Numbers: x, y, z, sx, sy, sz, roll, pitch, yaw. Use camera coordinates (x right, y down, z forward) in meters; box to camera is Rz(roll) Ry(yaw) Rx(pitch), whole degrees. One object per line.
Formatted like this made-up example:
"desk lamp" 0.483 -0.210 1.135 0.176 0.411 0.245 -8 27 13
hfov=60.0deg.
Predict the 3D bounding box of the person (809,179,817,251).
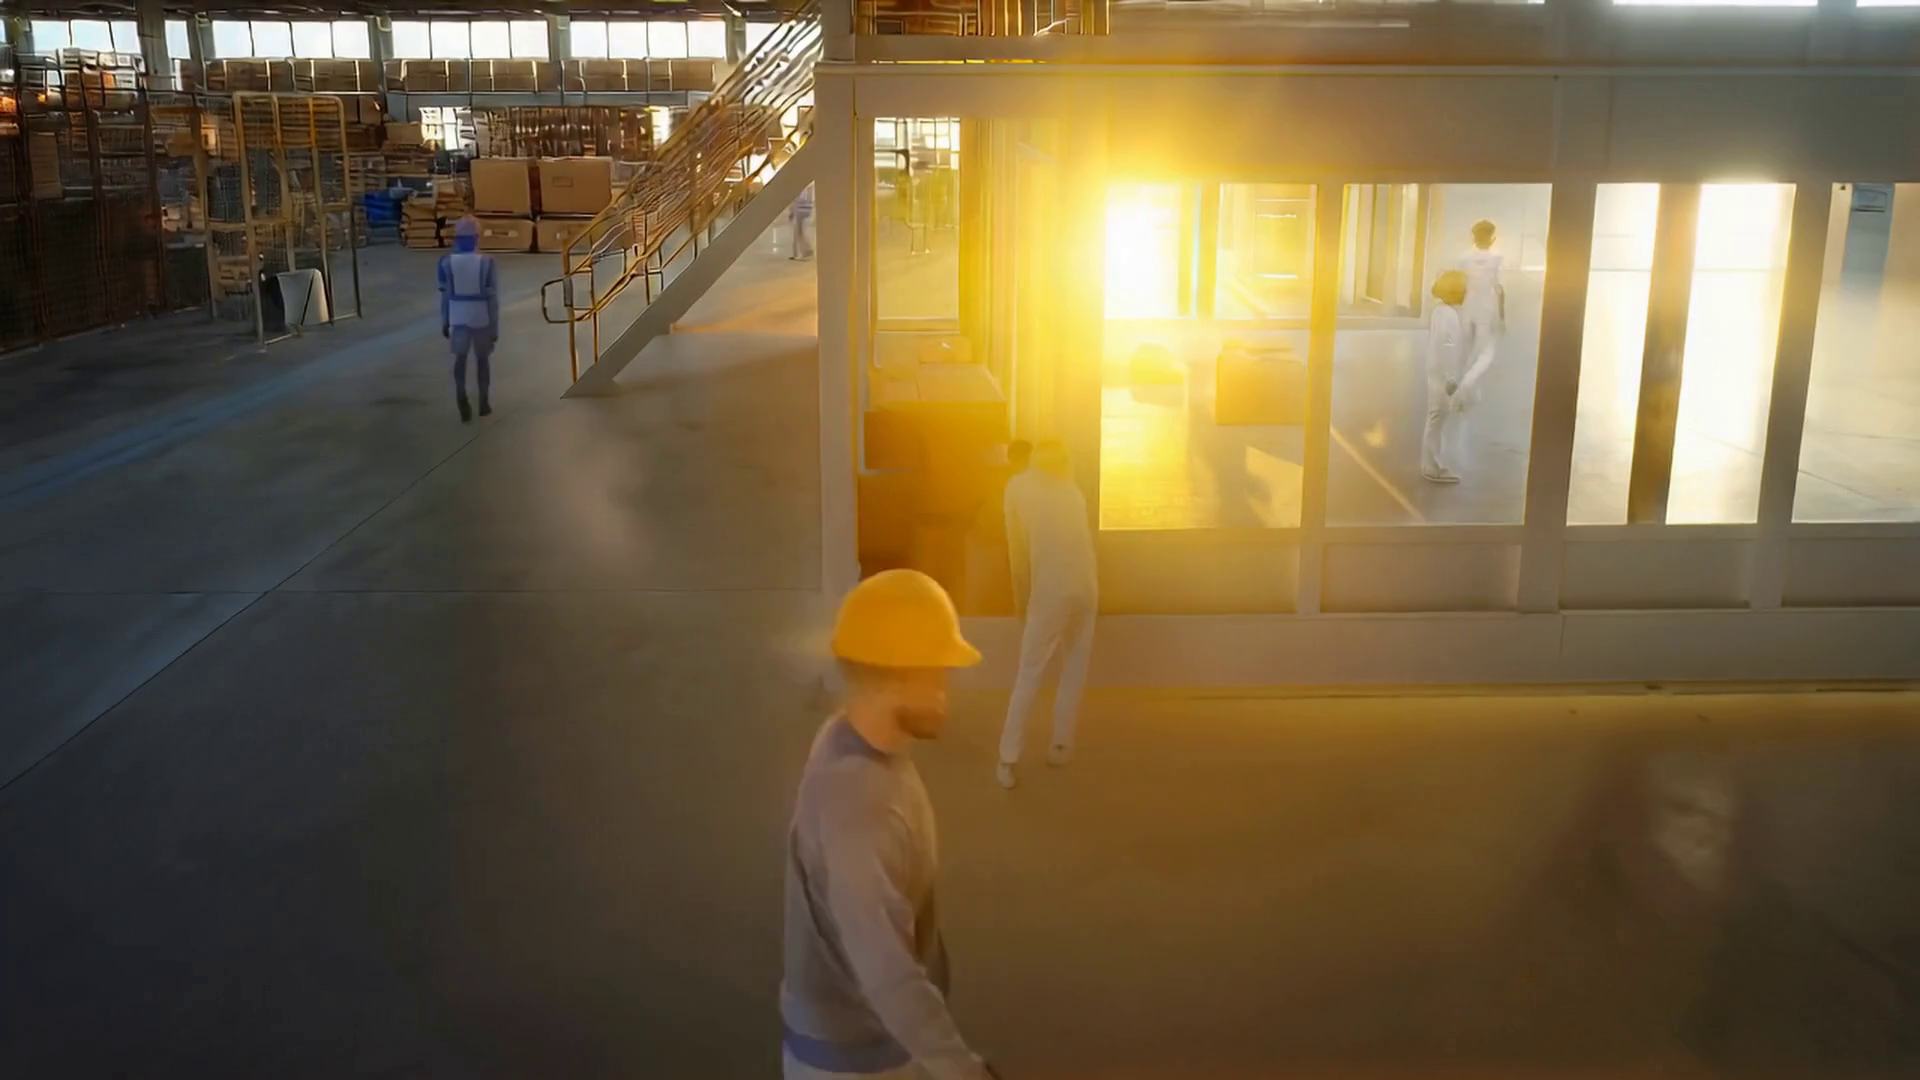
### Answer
"person" -3.063 -7.358 36.442 0.391 2.041 0.615 6 15 24

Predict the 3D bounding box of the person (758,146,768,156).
"person" -8.972 -17.072 75.834 0.695 1.765 0.405 8 16 29

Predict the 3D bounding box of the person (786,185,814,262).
"person" -3.224 -6.543 33.553 0.638 1.863 0.633 5 15 18

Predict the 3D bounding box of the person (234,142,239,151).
"person" -34.914 -18.397 80.780 0.637 1.935 1.106 -9 16 -31

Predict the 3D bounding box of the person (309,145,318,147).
"person" -36.336 -21.525 93.505 0.632 1.832 0.430 -8 16 -29

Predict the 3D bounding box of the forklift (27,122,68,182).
"forklift" -35.376 -14.773 64.377 1.129 2.768 1.873 -1 14 -2

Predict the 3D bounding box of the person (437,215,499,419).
"person" -4.587 -2.064 15.543 0.552 1.914 0.763 -2 14 -7

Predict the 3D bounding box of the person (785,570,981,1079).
"person" -0.116 0.981 3.457 0.998 1.873 0.596 1 14 2

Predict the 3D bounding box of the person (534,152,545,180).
"person" -15.675 -13.668 62.281 0.847 1.729 0.533 -8 16 -30
